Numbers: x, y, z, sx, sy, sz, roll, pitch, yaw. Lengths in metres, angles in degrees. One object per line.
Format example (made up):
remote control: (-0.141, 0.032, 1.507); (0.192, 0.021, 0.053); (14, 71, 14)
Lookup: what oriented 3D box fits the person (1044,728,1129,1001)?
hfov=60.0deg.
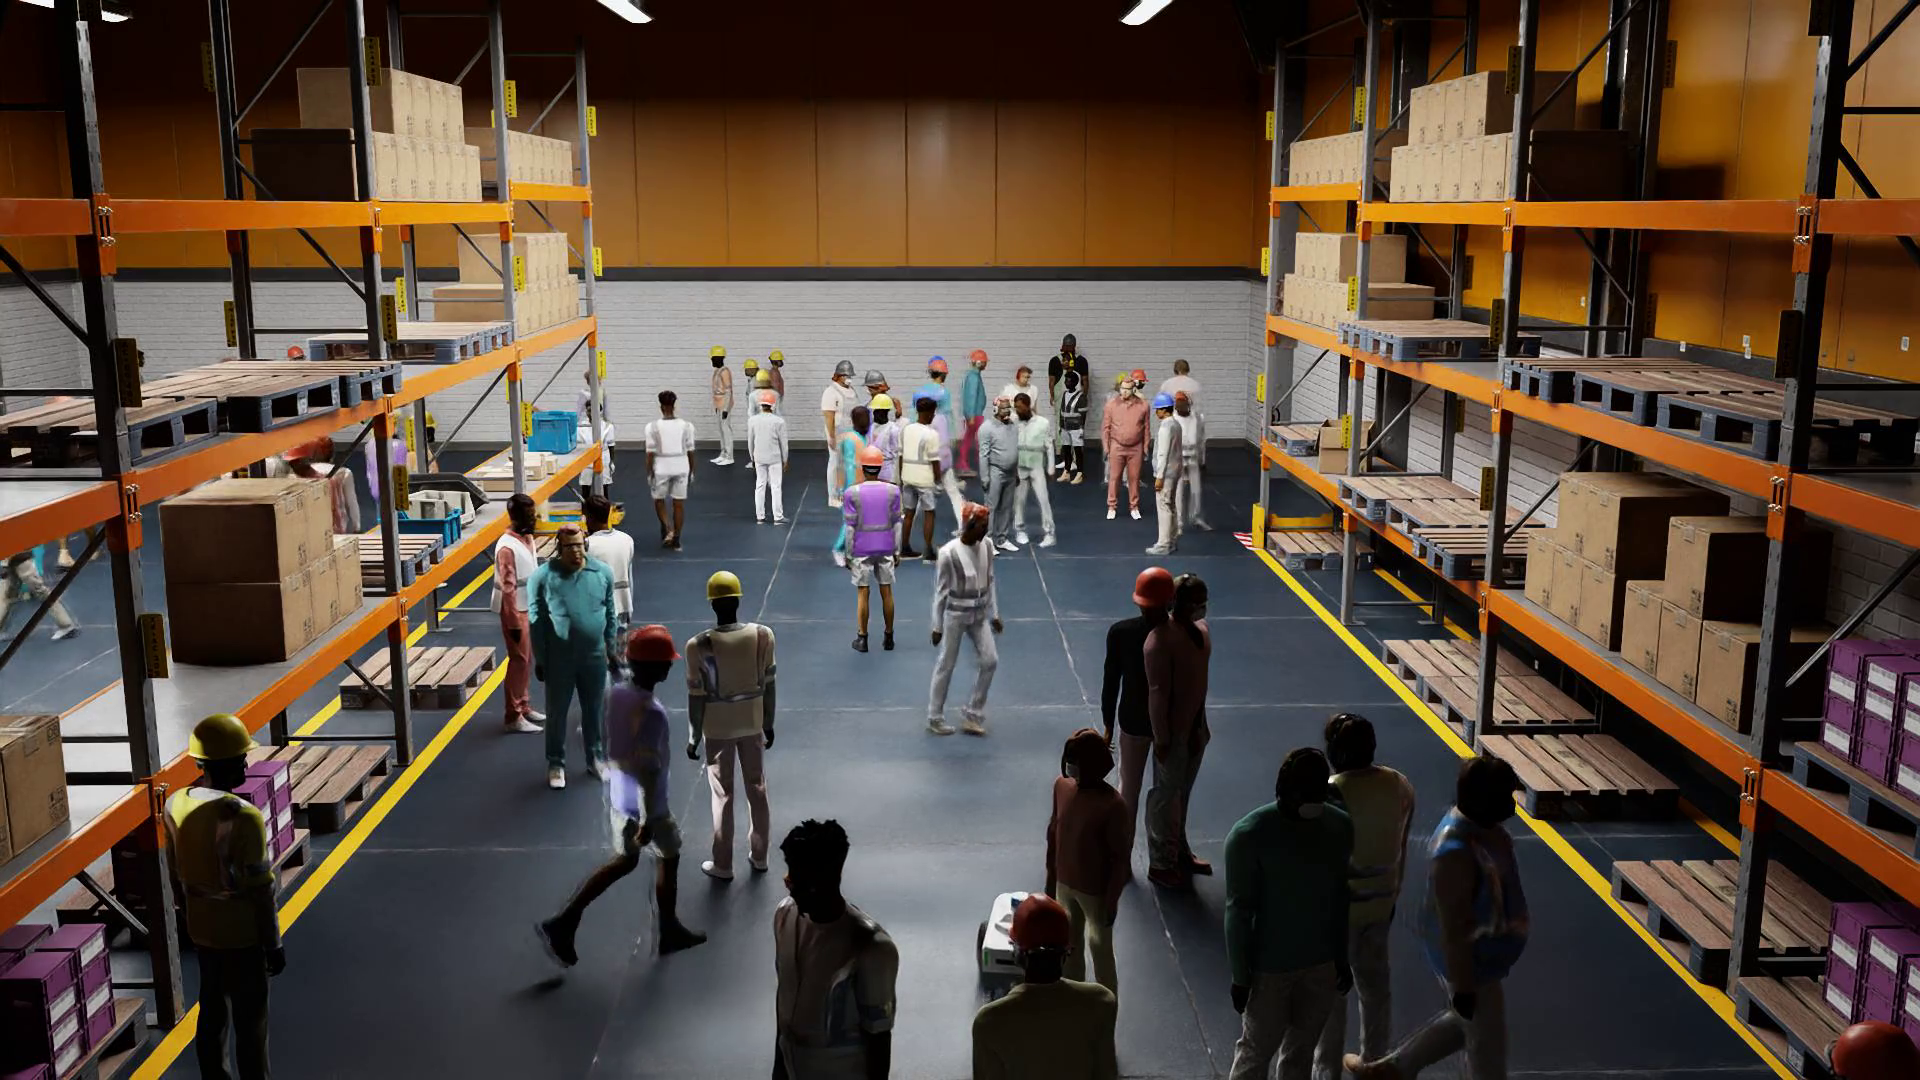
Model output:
person: (0.602, 1.704, 8.114); (0.285, 1.633, 0.498); (-10, 15, -41)

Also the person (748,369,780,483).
person: (-2.901, -1.684, 24.894); (0.492, 1.726, 0.665); (-5, 12, -23)

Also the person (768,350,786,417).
person: (-3.054, -2.284, 27.774); (0.314, 1.769, 0.524); (-2, 11, -11)

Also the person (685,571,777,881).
person: (-1.410, 1.140, 10.226); (0.584, 1.918, 0.381); (-7, 13, -30)

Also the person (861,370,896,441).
person: (-1.113, -1.226, 21.779); (0.536, 2.000, 0.672); (-3, 12, -16)

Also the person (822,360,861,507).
person: (-1.583, -1.486, 23.084); (0.535, 2.000, 0.687); (6, 13, 27)

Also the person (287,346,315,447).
person: (-10.271, -2.025, 25.933); (0.407, 1.985, 0.618); (9, 14, 38)

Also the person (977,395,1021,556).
person: (0.498, -0.779, 19.880); (0.402, 1.906, 0.651); (10, 15, 42)

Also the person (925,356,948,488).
person: (-0.362, -1.750, 24.635); (0.380, 1.949, 0.613); (0, 11, 1)

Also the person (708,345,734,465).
person: (-3.842, -2.169, 26.792); (0.386, 1.928, 0.589); (-4, 12, -21)

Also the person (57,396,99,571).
person: (-10.191, -0.662, 19.104); (0.607, 2.002, 0.965); (-2, 11, -11)

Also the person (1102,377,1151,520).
person: (2.206, -1.210, 22.041); (0.651, 1.904, 0.403); (0, 11, -2)

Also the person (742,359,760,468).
person: (-3.304, -2.025, 26.555); (0.321, 1.737, 0.485); (0, 11, 2)

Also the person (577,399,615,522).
person: (-4.694, -0.974, 21.376); (0.532, 1.697, 0.322); (-3, 12, -13)

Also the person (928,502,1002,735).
person: (0.046, 0.624, 12.976); (0.662, 1.851, 0.607); (11, 16, 44)

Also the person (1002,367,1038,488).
person: (0.885, -1.679, 24.705); (0.607, 1.775, 1.023); (-3, 12, -15)

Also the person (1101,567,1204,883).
person: (1.169, 1.129, 10.106); (0.623, 1.983, 0.401); (1, 11, 6)

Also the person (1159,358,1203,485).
person: (3.258, -1.726, 24.613); (0.640, 1.916, 0.699); (2, 11, 10)

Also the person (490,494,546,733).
person: (-3.490, 0.572, 13.113); (0.396, 1.908, 0.596); (0, 11, 0)

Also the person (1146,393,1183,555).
person: (2.461, -0.793, 19.883); (0.420, 1.933, 0.622); (4, 12, 21)

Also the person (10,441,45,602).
person: (-9.872, -0.268, 17.496); (0.544, 1.829, 0.444); (-4, 12, -19)

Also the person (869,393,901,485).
person: (-0.920, -0.788, 19.863); (0.355, 1.930, 0.587); (-9, 14, -37)

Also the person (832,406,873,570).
person: (-1.177, -0.590, 19.024); (0.553, 1.870, 0.678); (5, 12, 23)

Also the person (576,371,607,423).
person: (-5.739, -1.833, 25.922); (0.742, 1.606, 0.516); (7, 13, 33)

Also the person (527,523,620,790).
person: (-2.736, 0.815, 11.884); (0.643, 1.908, 0.399); (-7, 13, -30)

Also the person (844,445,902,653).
person: (-0.817, 0.084, 15.473); (0.545, 1.938, 0.360); (-3, 12, -15)

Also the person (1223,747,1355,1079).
person: (1.385, 1.781, 6.974); (0.627, 1.934, 0.372); (-6, 13, -26)

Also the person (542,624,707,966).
person: (-1.810, 1.402, 8.985); (0.842, 1.902, 0.545); (-10, 15, -41)

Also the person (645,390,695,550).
person: (-3.491, -0.840, 20.068); (0.609, 1.947, 0.423); (-4, 12, -20)

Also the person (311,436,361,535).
person: (-6.375, -0.145, 16.854); (0.606, 1.835, 0.975); (-1, 11, -4)

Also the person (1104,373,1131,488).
person: (2.361, -1.597, 24.553); (0.492, 1.732, 0.778); (6, 13, 26)

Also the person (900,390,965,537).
person: (-0.362, -0.946, 20.883); (1.116, 1.839, 0.625); (7, 13, 33)

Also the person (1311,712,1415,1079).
person: (1.785, 1.691, 7.688); (0.634, 1.835, 0.430); (-6, 13, -28)

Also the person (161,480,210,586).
person: (-8.473, -0.503, 18.153); (0.691, 2.000, 0.722); (-6, 13, -28)

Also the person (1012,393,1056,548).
person: (0.853, -0.868, 20.419); (0.697, 1.881, 0.478); (4, 12, 21)

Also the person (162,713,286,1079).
person: (-3.224, 1.704, 7.372); (0.585, 1.928, 0.368); (5, 12, 25)

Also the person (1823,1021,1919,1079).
person: (2.676, 2.264, 5.000); (0.560, 1.752, 0.325); (-10, 15, -40)

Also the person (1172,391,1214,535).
person: (2.858, -0.974, 20.991); (0.705, 1.852, 0.408); (-3, 12, -13)

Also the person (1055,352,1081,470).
person: (1.724, -2.032, 26.251); (0.312, 1.869, 0.535); (-5, 12, -25)

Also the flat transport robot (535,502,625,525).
flat transport robot: (-5.158, -0.345, 21.815); (1.431, 0.197, 0.652); (-1, 11, -3)

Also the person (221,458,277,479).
person: (-7.292, -0.200, 17.158); (0.560, 1.836, 0.394); (-11, 15, -43)

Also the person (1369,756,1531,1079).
person: (2.192, 1.794, 7.206); (0.775, 1.818, 0.639); (6, 13, 29)

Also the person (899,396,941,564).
person: (-0.485, -0.703, 19.384); (0.703, 1.947, 0.416); (11, 15, 43)

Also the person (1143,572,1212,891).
person: (1.346, 1.144, 10.156); (0.372, 1.938, 0.630); (7, 14, 33)

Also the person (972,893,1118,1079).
person: (0.275, 2.090, 5.880); (0.575, 1.747, 0.340); (-5, 12, -24)

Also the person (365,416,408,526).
person: (-6.334, -0.492, 18.499); (0.642, 1.894, 0.427); (6, 13, 29)

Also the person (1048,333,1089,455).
person: (1.826, -2.446, 27.899); (0.676, 2.000, 0.536); (2, 11, 8)

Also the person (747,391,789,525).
person: (-2.490, -1.076, 21.738); (0.567, 1.755, 0.321); (4, 12, 20)

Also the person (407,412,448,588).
person: (-5.820, -0.444, 18.135); (0.355, 1.930, 0.587); (-3, 12, -13)

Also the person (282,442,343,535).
person: (-6.151, -0.032, 16.026); (0.658, 1.962, 0.910); (5, 12, 24)

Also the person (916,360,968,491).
person: (-0.297, -1.552, 23.544); (1.065, 1.985, 0.637); (-9, 15, -39)

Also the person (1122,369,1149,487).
person: (2.606, -1.663, 24.699); (0.339, 1.748, 0.563); (-4, 12, -20)

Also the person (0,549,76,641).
person: (-8.939, 0.194, 15.790); (0.894, 1.591, 0.560); (-6, 13, -29)

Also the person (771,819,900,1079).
person: (-0.483, 1.946, 6.086); (0.606, 1.957, 0.373); (11, 16, 43)

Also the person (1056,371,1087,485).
person: (1.671, -1.680, 24.919); (0.316, 1.695, 0.541); (-10, 15, -40)

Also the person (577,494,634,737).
person: (-2.765, 0.591, 13.011); (0.402, 1.909, 0.599); (6, 13, 28)

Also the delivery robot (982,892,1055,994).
delivery robot: (0.316, 2.083, 8.691); (0.477, 0.478, 0.707); (1, 11, 7)
